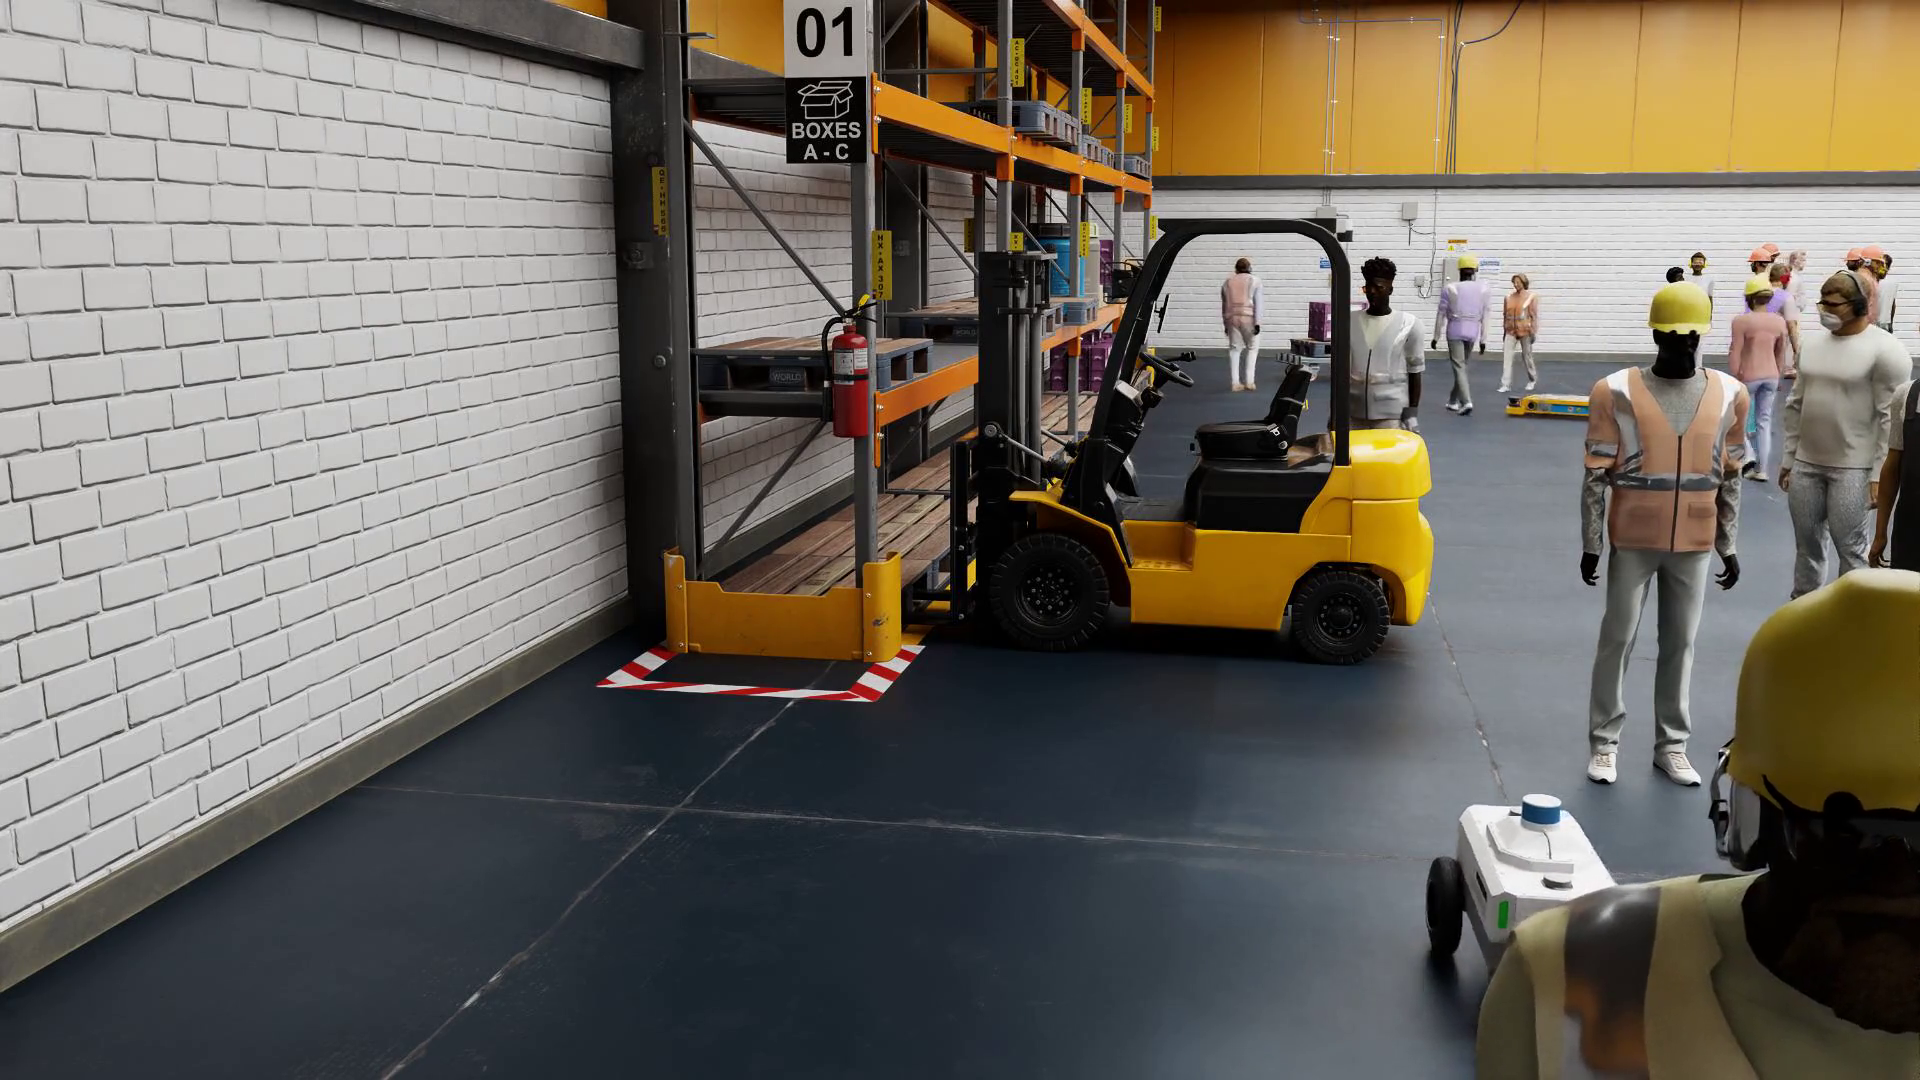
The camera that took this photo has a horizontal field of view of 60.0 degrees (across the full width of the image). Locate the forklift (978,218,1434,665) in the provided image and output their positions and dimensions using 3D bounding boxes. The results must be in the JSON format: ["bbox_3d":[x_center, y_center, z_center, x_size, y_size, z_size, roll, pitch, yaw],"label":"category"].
[{"bbox_3d":[1.285,-0.567,8.635,2.313,2.155,1.214,2,11,11],"label":"forklift"}]

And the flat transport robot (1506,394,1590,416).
[{"bbox_3d":[7.158,-1.552,19.308,1.431,0.197,0.652,7,13,35],"label":"flat transport robot"}]

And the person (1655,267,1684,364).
[{"bbox_3d":[9.445,-2.774,22.097,0.537,1.696,0.318,-7,12,-33],"label":"person"}]

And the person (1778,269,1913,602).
[{"bbox_3d":[4.309,-0.353,8.183,0.375,1.933,0.627,-4,11,-20],"label":"person"}]

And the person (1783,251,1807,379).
[{"bbox_3d":[12.209,-3.308,24.490,0.545,1.890,0.665,3,11,16],"label":"person"}]

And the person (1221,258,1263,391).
[{"bbox_3d":[3.853,-2.943,22.764,0.648,1.791,0.673,6,12,30],"label":"person"}]

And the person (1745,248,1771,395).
[{"bbox_3d":[10.578,-2.899,22.124,0.545,1.938,0.360,-8,13,-39],"label":"person"}]

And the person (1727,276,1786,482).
[{"bbox_3d":[6.802,-1.373,14.260,0.548,1.752,0.396,-1,10,-8],"label":"person"}]

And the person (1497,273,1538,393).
[{"bbox_3d":[7.606,-2.811,22.543,0.808,1.606,0.523,-10,14,-43],"label":"person"}]

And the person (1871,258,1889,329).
[{"bbox_3d":[11.741,-2.685,21.276,0.873,1.828,0.485,1,10,6],"label":"person"}]

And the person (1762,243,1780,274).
[{"bbox_3d":[12.167,-3.475,25.118,0.610,1.996,0.384,-9,14,-40],"label":"person"}]

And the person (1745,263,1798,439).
[{"bbox_3d":[8.434,-1.954,17.260,0.657,1.816,0.571,-2,11,-11],"label":"person"}]

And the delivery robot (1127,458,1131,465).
[{"bbox_3d":[1.064,-0.476,12.376,0.477,0.478,0.707,2,11,13],"label":"delivery robot"}]

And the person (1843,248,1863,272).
[{"bbox_3d":[12.500,-3.114,23.300,0.373,1.934,0.552,3,11,16],"label":"person"}]

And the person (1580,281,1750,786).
[{"bbox_3d":[2.671,-0.012,6.329,0.595,1.923,0.374,1,10,5],"label":"person"}]

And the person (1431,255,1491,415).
[{"bbox_3d":[5.967,-2.432,19.720,0.601,1.887,0.970,-1,10,-7],"label":"person"}]

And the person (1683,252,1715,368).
[{"bbox_3d":[10.435,-3.148,23.660,0.515,1.876,0.328,5,11,24],"label":"person"}]

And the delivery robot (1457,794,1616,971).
[{"bbox_3d":[1.589,0.945,4.582,0.477,0.478,0.707,2,10,9],"label":"delivery robot"}]

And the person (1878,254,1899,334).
[{"bbox_3d":[12.234,-2.878,22.192,0.537,1.869,0.312,-4,11,-20],"label":"person"}]

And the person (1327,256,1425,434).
[{"bbox_3d":[2.669,-0.839,10.746,0.601,1.967,0.369,6,12,28],"label":"person"}]

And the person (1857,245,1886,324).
[{"bbox_3d":[10.969,-2.580,20.246,0.401,1.984,0.612,2,11,12],"label":"person"}]

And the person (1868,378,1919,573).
[{"bbox_3d":[3.825,0.000,6.483,0.327,1.844,0.514,-7,13,-35],"label":"person"}]

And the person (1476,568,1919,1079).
[{"bbox_3d":[0.719,0.922,1.459,0.588,1.835,0.404,3,11,14],"label":"person"}]
